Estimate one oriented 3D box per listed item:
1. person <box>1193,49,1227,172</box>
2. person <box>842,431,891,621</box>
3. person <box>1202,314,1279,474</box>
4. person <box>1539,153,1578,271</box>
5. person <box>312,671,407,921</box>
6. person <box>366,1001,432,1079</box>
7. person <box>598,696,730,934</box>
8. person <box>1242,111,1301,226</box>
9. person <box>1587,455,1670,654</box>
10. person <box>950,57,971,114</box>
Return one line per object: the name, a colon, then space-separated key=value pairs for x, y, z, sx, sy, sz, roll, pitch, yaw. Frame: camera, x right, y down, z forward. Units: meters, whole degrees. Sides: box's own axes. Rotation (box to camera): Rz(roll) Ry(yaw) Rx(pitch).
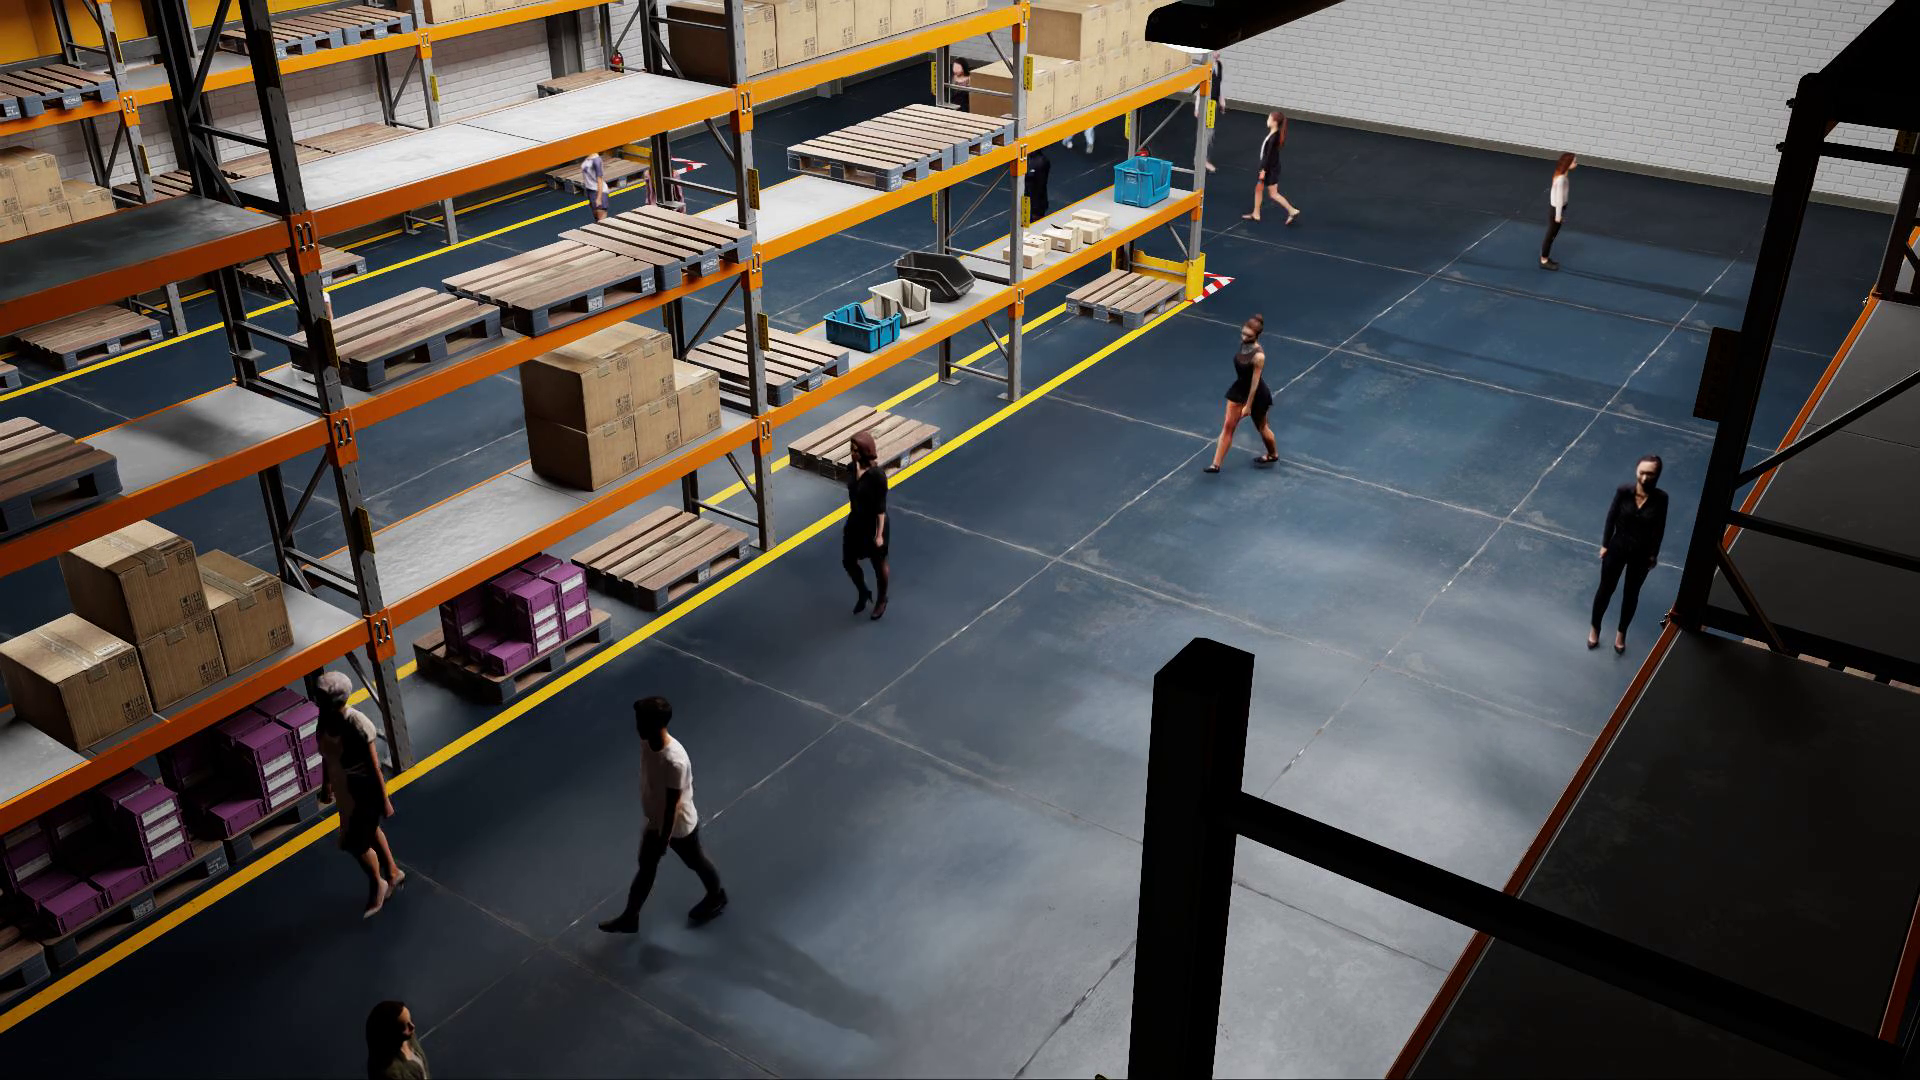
person: x=3.654 y=-6.557 z=25.005 sx=0.803 sy=1.924 sz=0.681 roll=25 pitch=37 yaw=37
person: x=-0.672 y=-0.131 z=13.465 sx=0.599 sy=1.693 sz=0.600 roll=20 pitch=34 yaw=32
person: x=2.812 y=-1.378 z=15.827 sx=1.194 sy=1.620 sz=1.006 roll=-8 pitch=30 yaw=-15
person: x=7.575 y=-4.188 z=21.120 sx=0.656 sy=1.484 sz=0.497 roll=10 pitch=30 yaw=17
person: x=-3.657 y=1.542 z=10.351 sx=0.674 sy=1.738 sz=0.686 roll=21 pitch=35 yaw=33
person: x=-2.741 y=2.846 z=8.235 sx=0.702 sy=1.475 sz=0.619 roll=-2 pitch=29 yaw=-3
person: x=-1.694 y=1.671 z=10.175 sx=1.134 sy=1.680 sz=0.820 roll=-21 pitch=35 yaw=-34
person: x=4.301 y=-5.038 z=22.629 sx=0.842 sy=1.531 sz=1.016 roll=7 pitch=29 yaw=12
person: x=5.228 y=0.111 z=13.002 sx=0.612 sy=1.711 sz=0.545 roll=12 pitch=31 yaw=20
person: x=0.078 y=-6.367 z=24.909 sx=0.712 sy=1.681 sz=0.977 roll=16 pitch=33 yaw=27
